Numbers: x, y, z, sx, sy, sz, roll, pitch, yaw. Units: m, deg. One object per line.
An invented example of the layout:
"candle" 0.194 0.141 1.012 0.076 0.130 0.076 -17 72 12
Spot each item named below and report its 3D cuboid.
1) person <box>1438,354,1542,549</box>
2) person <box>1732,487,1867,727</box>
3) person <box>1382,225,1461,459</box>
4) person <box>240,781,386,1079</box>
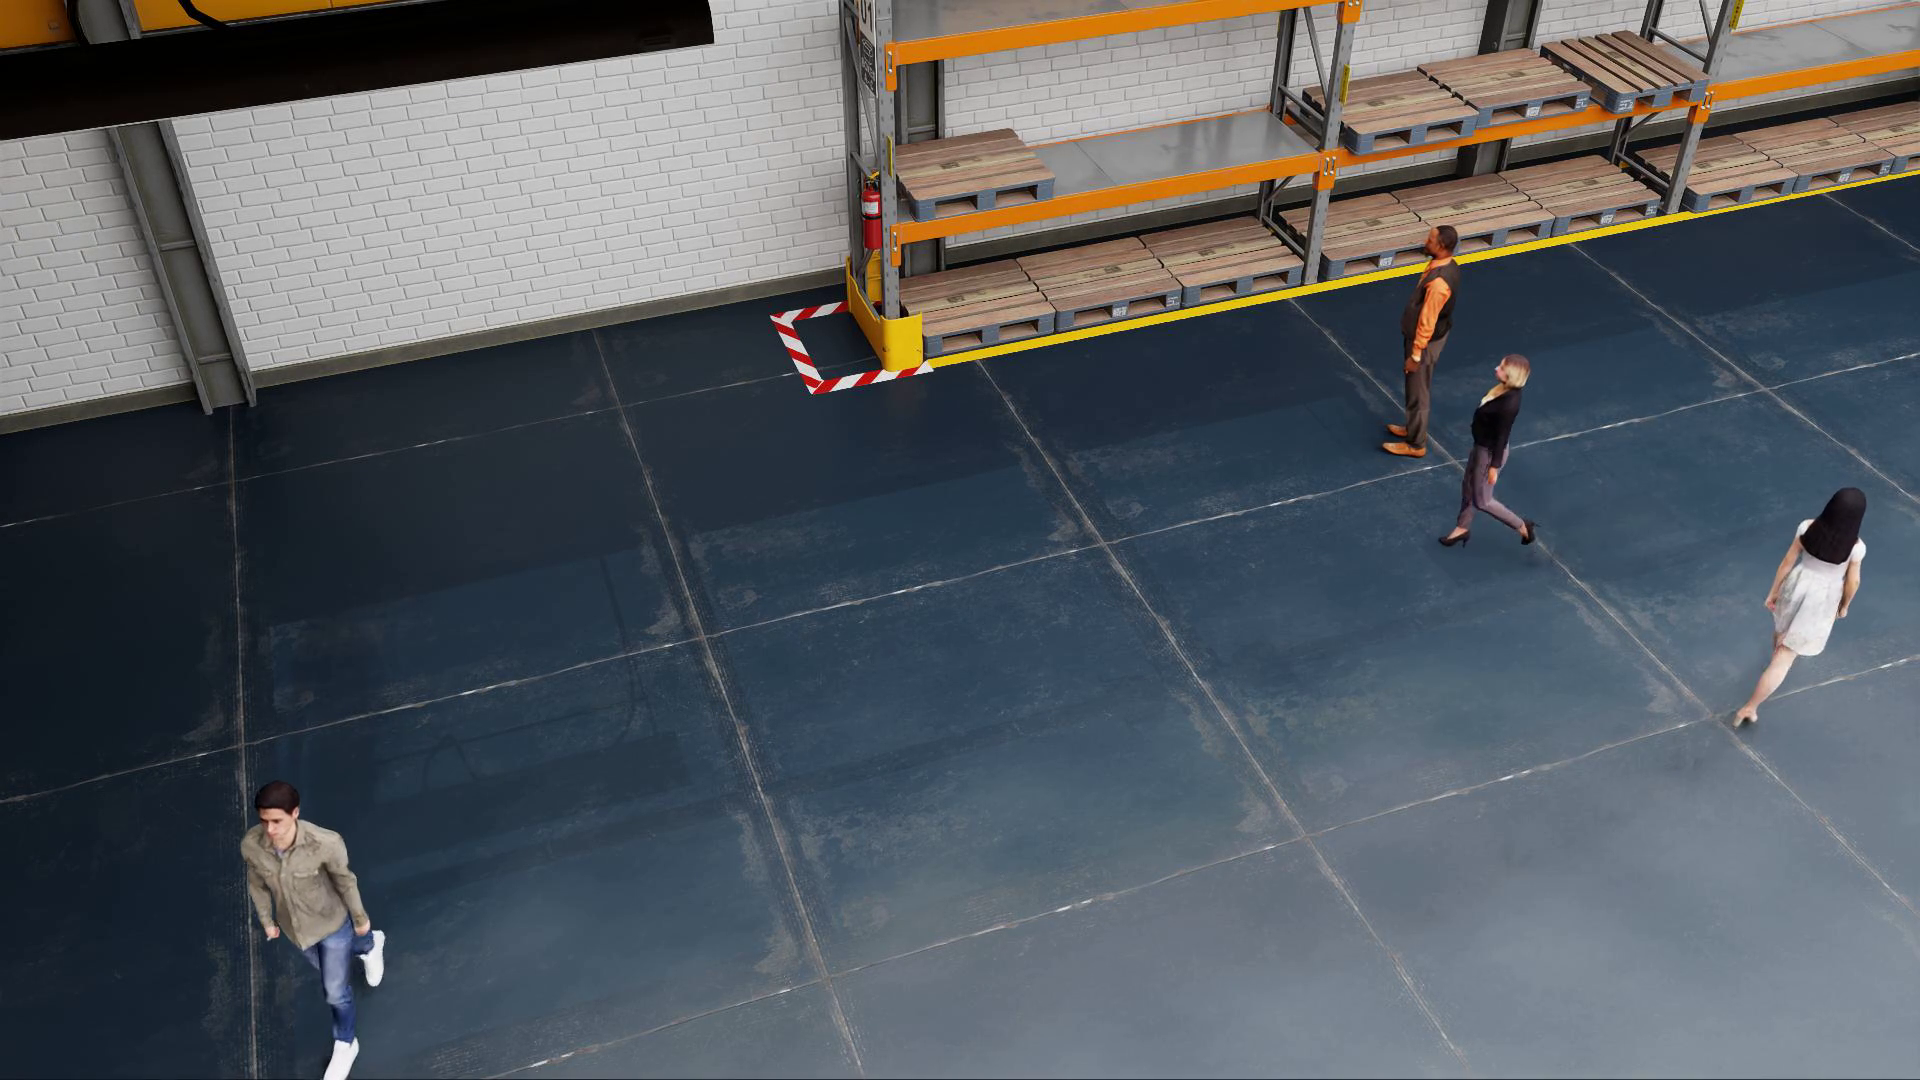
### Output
"person" 3.783 -0.559 11.616 0.998 1.655 0.883 10 40 12
"person" 5.167 0.463 10.266 1.106 1.743 0.849 -26 46 -29
"person" 3.544 -1.506 12.597 0.835 1.910 0.789 14 41 16
"person" -3.228 1.852 8.441 1.186 1.849 1.099 5 39 6
